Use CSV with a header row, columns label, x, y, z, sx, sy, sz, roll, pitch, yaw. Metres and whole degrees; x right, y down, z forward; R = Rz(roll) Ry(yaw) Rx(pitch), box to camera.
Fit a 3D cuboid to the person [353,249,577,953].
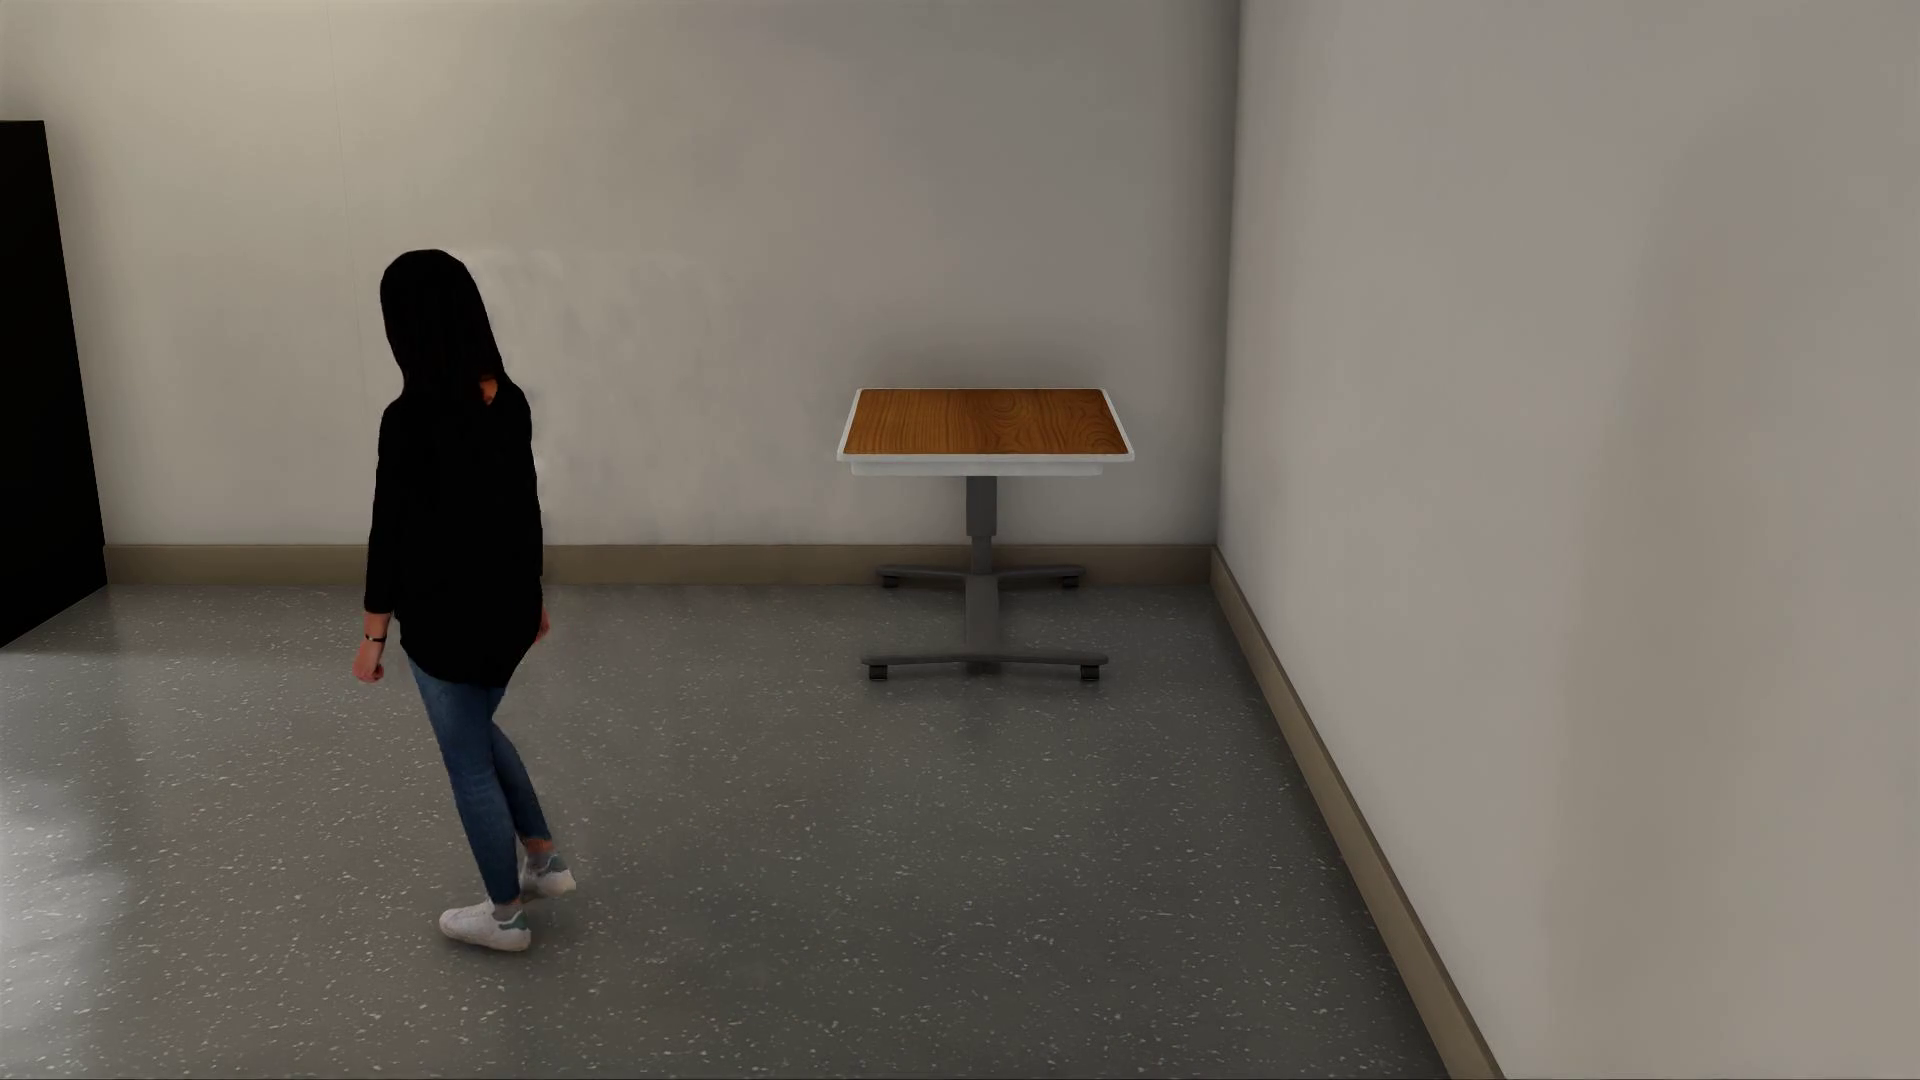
label,x,y,z,sx,sy,sz,roll,pitch,yaw
person,-1.051,0.180,3.746,0.697,1.633,0.663,7,17,24
